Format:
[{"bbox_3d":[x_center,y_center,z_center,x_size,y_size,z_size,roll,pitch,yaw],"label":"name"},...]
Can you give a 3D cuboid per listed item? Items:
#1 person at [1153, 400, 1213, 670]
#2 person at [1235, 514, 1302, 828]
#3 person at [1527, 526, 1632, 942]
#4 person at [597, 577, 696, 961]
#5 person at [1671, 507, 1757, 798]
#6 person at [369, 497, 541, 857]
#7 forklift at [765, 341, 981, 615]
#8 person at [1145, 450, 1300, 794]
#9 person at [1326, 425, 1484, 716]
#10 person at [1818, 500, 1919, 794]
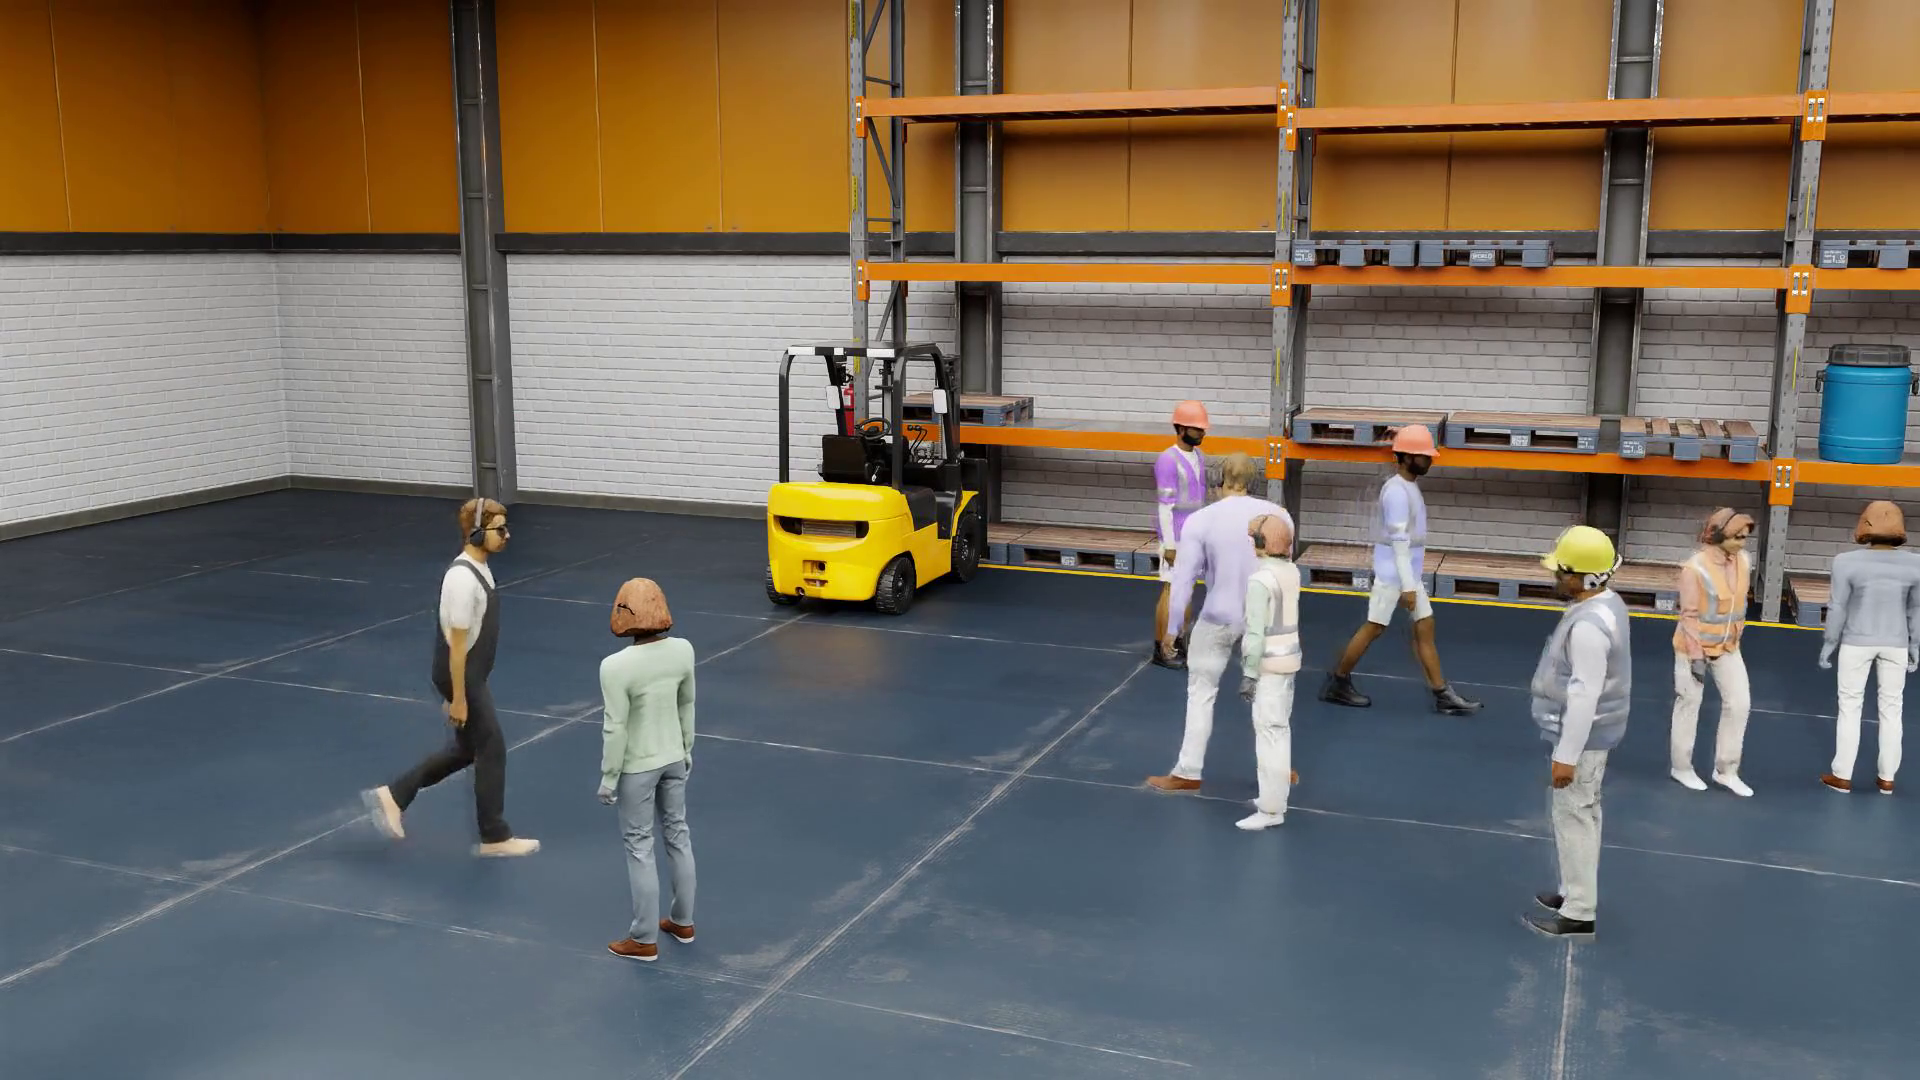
[{"bbox_3d":[1.605,-0.038,11.863,0.393,1.928,0.547,7,12,35],"label":"person"},{"bbox_3d":[1.610,0.685,8.684,0.330,1.628,0.568,7,12,33],"label":"person"},{"bbox_3d":[2.706,0.838,7.289,0.403,1.816,0.628,5,11,27],"label":"person"},{"bbox_3d":[-1.325,0.966,7.071,0.274,1.632,0.507,8,13,36],"label":"person"},{"bbox_3d":[4.124,0.614,9.062,0.531,1.608,0.581,-4,11,-22],"label":"person"},{"bbox_3d":[-2.512,0.688,8.137,0.762,1.817,0.527,-2,10,-10],"label":"person"},{"bbox_3d":[-0.739,-0.602,14.246,1.214,2.155,2.313,4,11,21],"label":"forklift"},{"bbox_3d":[1.454,0.467,9.154,0.886,1.902,0.405,-1,10,-7],"label":"person"},{"bbox_3d":[2.841,0.198,10.669,1.013,1.883,0.568,5,11,27],"label":"person"},{"bbox_3d":[5.022,0.592,9.174,0.526,1.627,0.311,2,10,12],"label":"person"}]
